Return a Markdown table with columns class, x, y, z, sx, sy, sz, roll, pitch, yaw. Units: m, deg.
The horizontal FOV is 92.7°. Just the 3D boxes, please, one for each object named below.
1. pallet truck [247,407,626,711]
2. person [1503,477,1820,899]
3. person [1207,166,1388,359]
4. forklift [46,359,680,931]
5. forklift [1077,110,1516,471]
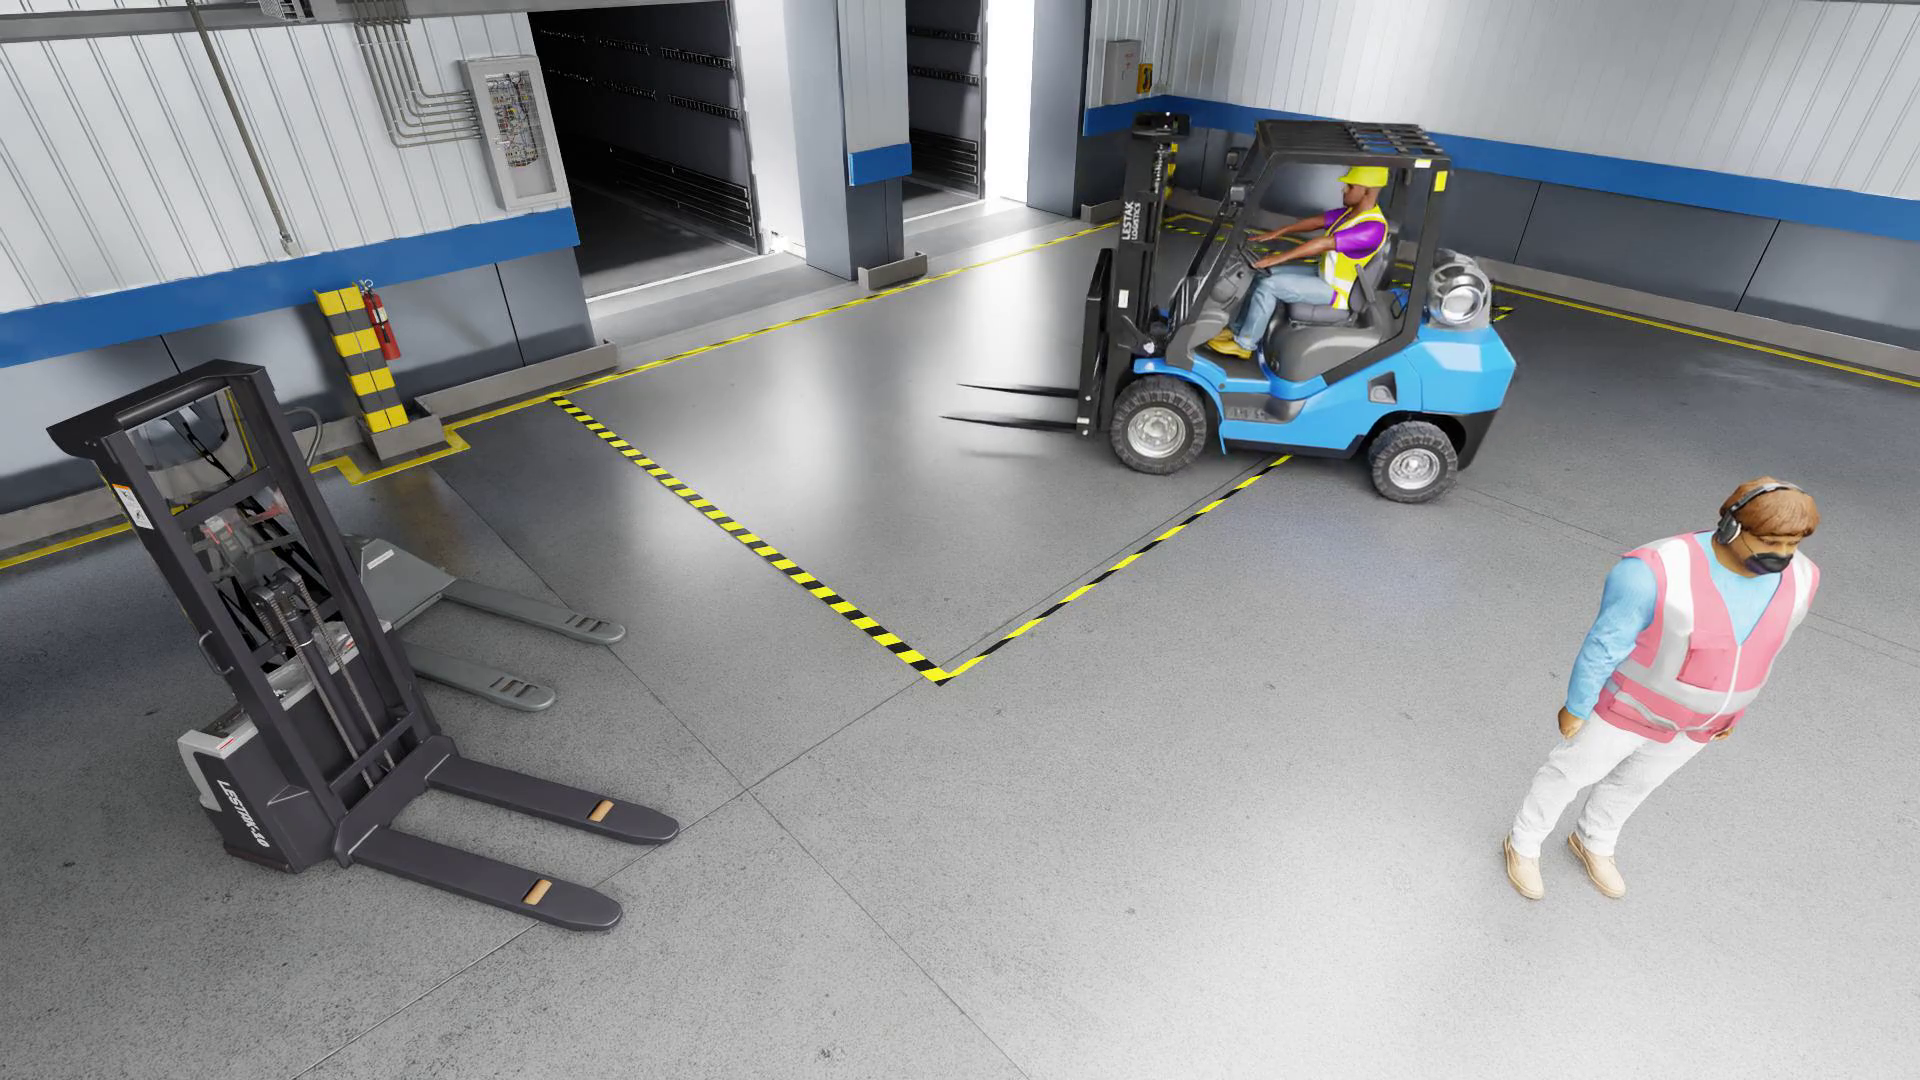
| class | x | y | z | sx | sy | sz | roll | pitch | yaw |
| --- | --- | --- | --- | --- | --- | --- | --- | --- | --- |
| pallet truck | -2.628 | 0.038 | 4.590 | 1.601 | 1.201 | 0.680 | 12 | 36 | 18 |
| person | 2.457 | 0.591 | 3.241 | 0.632 | 1.841 | 0.429 | 0 | 34 | 0 |
| person | 2.184 | -1.833 | 6.021 | 1.004 | 1.293 | 0.635 | 7 | 35 | 10 |
| forklift | -2.135 | 0.422 | 3.354 | 1.885 | 1.965 | 0.823 | 10 | 35 | 14 |
| forklift | 2.241 | -1.667 | 6.109 | 2.680 | 2.036 | 1.157 | 7 | 35 | 10 |
